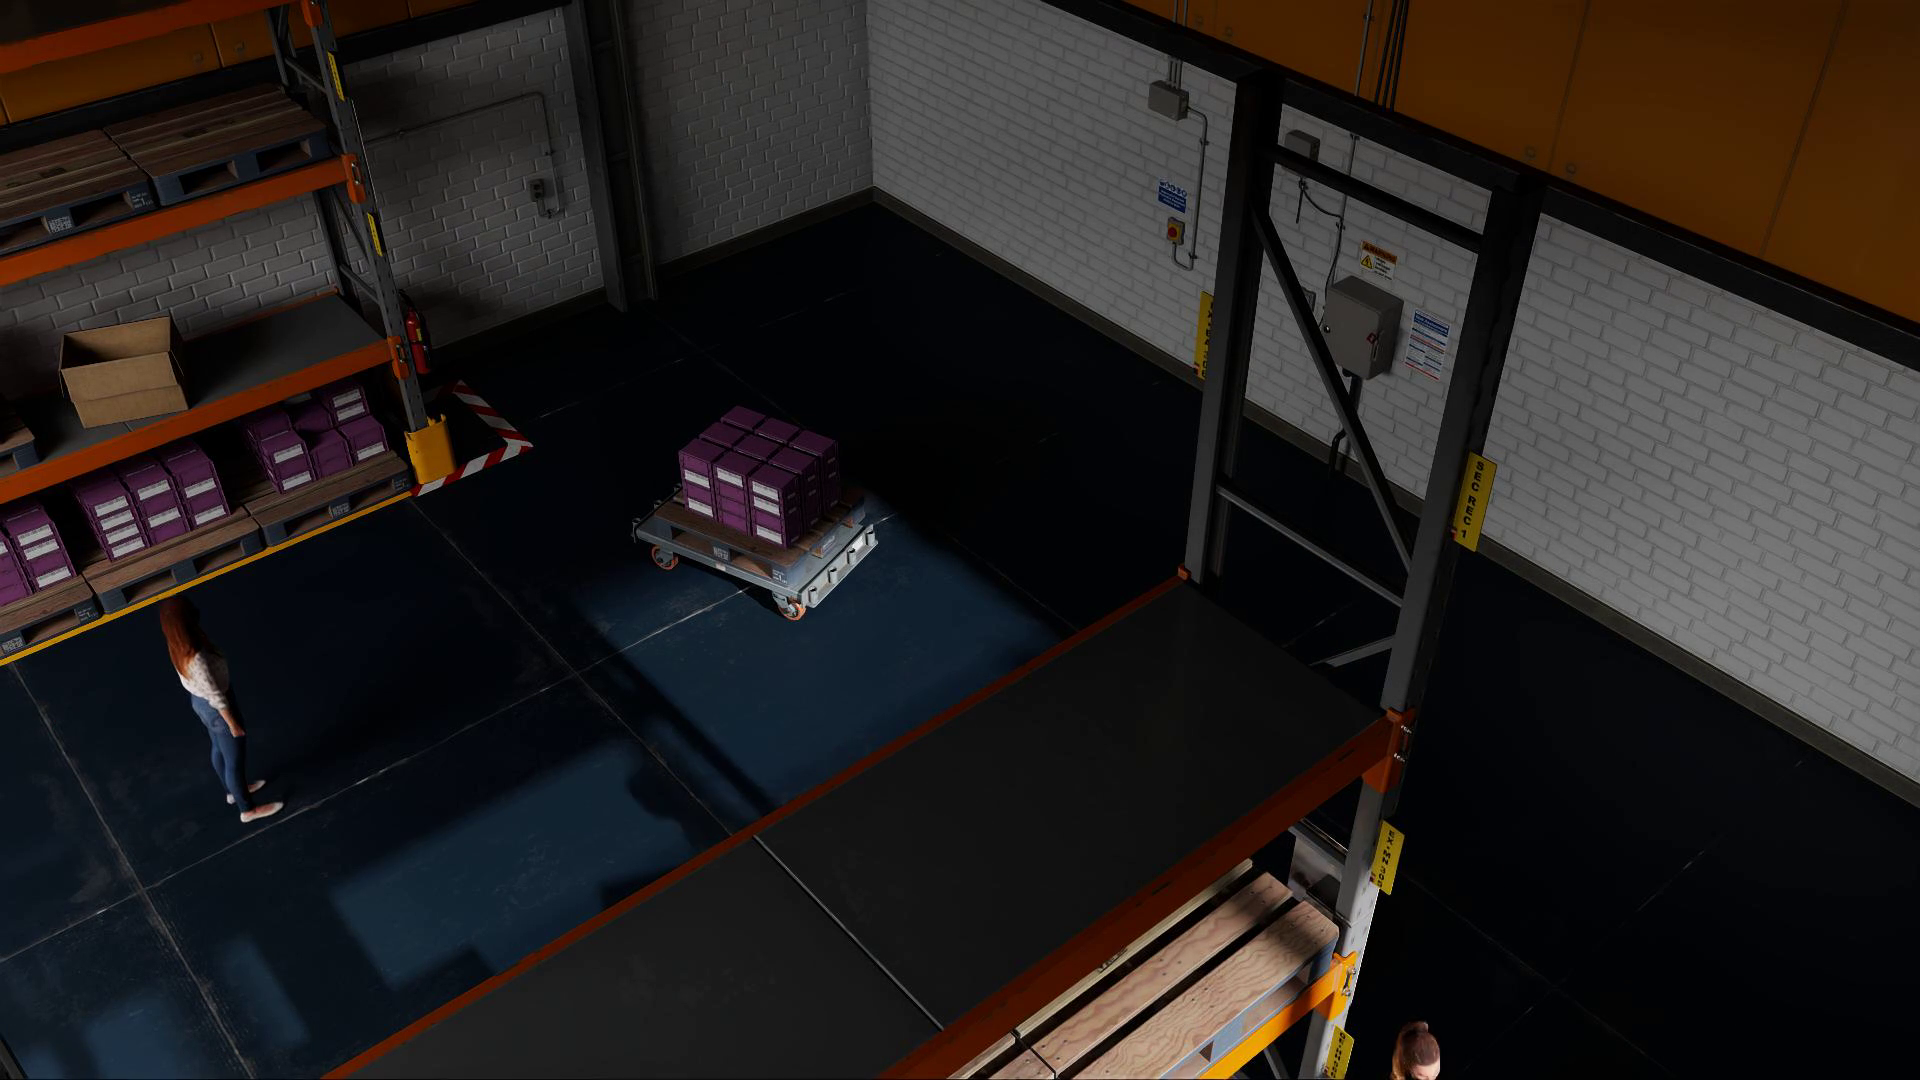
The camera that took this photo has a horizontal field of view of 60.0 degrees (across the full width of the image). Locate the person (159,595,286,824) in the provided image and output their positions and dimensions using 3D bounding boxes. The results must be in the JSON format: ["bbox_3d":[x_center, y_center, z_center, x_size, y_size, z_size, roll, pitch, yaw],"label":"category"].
[{"bbox_3d":[-4.561,1.018,10.167,0.479,1.728,0.573,-28,46,-30],"label":"person"}]

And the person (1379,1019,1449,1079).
[{"bbox_3d":[2.002,2.819,7.926,1.035,1.710,0.777,-20,43,-24],"label":"person"}]
